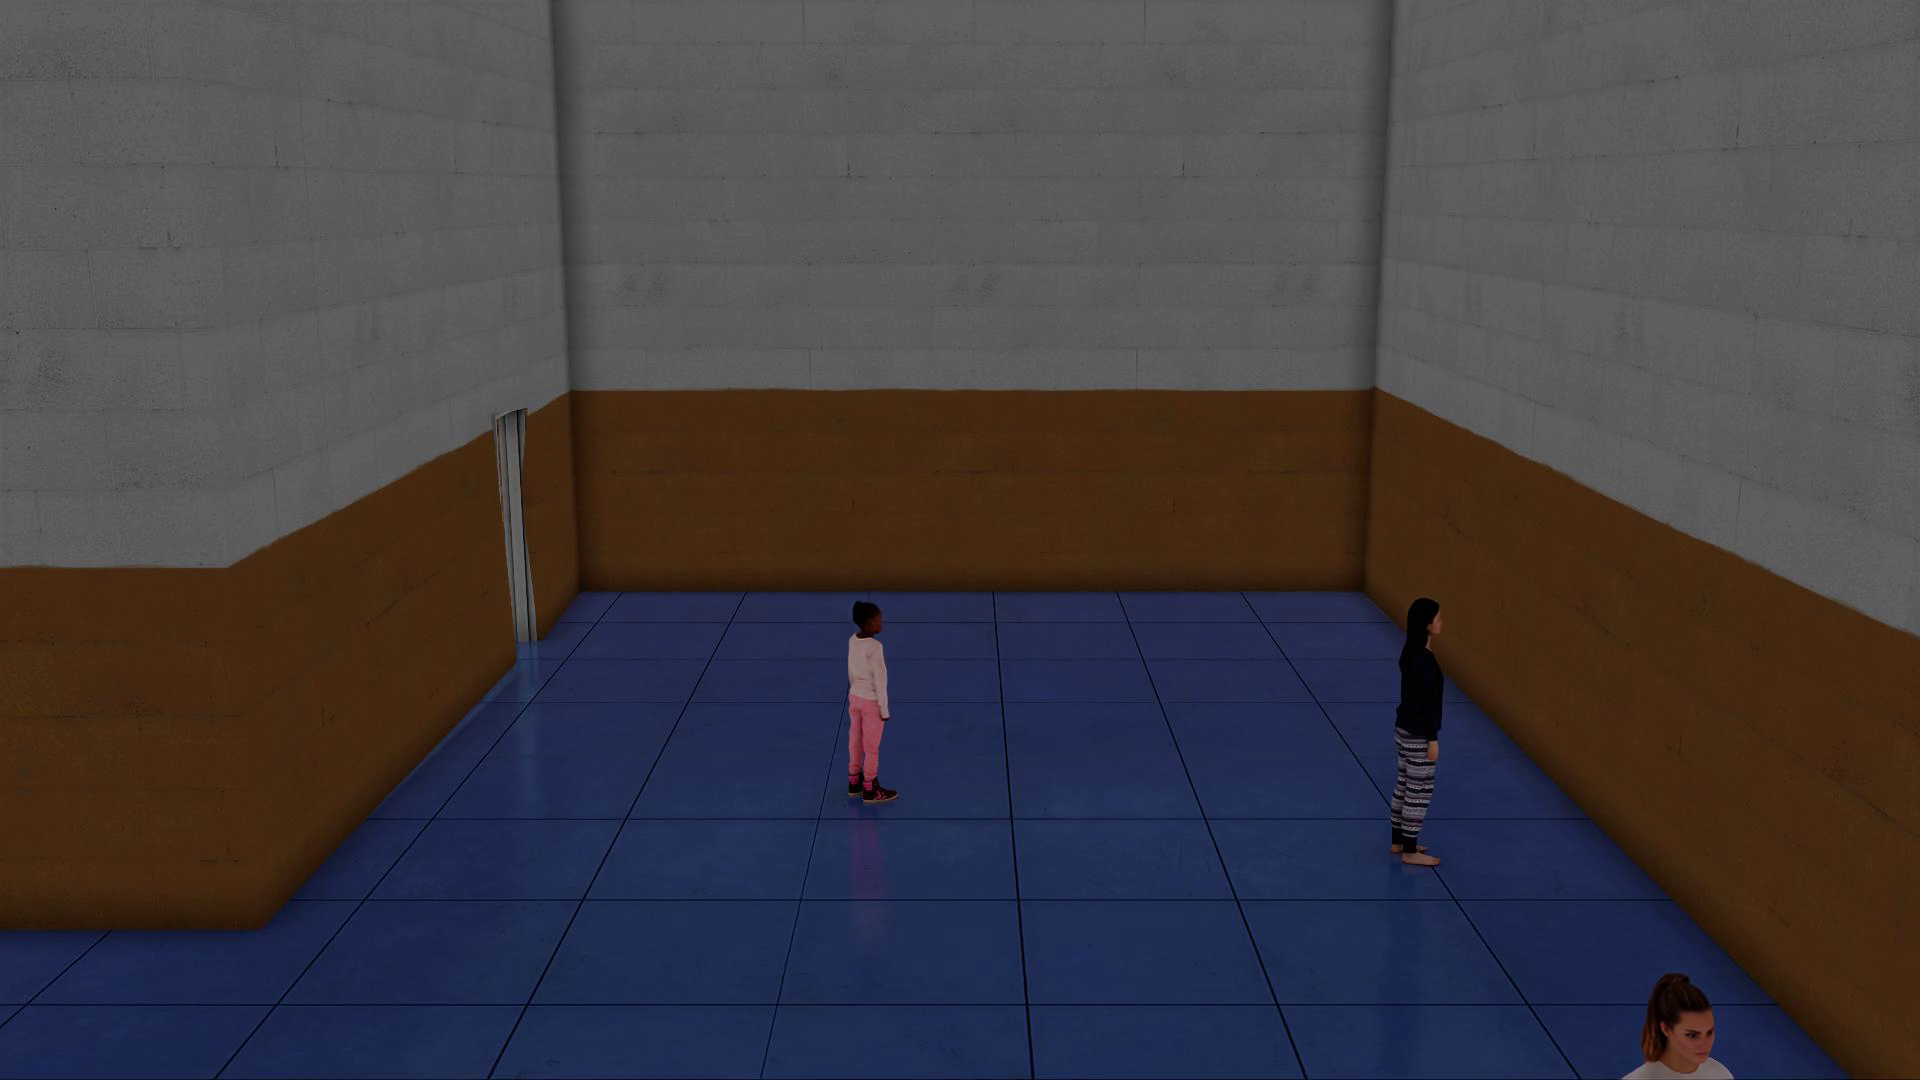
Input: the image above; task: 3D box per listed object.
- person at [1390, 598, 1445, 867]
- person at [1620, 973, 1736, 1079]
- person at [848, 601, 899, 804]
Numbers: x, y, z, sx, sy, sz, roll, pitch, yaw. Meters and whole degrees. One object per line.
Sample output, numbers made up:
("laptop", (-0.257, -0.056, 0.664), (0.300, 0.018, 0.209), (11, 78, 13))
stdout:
("person", (2.921, 1.210, 10.635), (0.532, 1.735, 0.616), (-1, 12, -4))
("person", (2.365, 2.283, 5.574), (0.568, 1.720, 0.732), (-4, 12, -17))
("person", (-0.657, 1.121, 11.761), (0.656, 1.444, 0.623), (-9, 15, -36))
